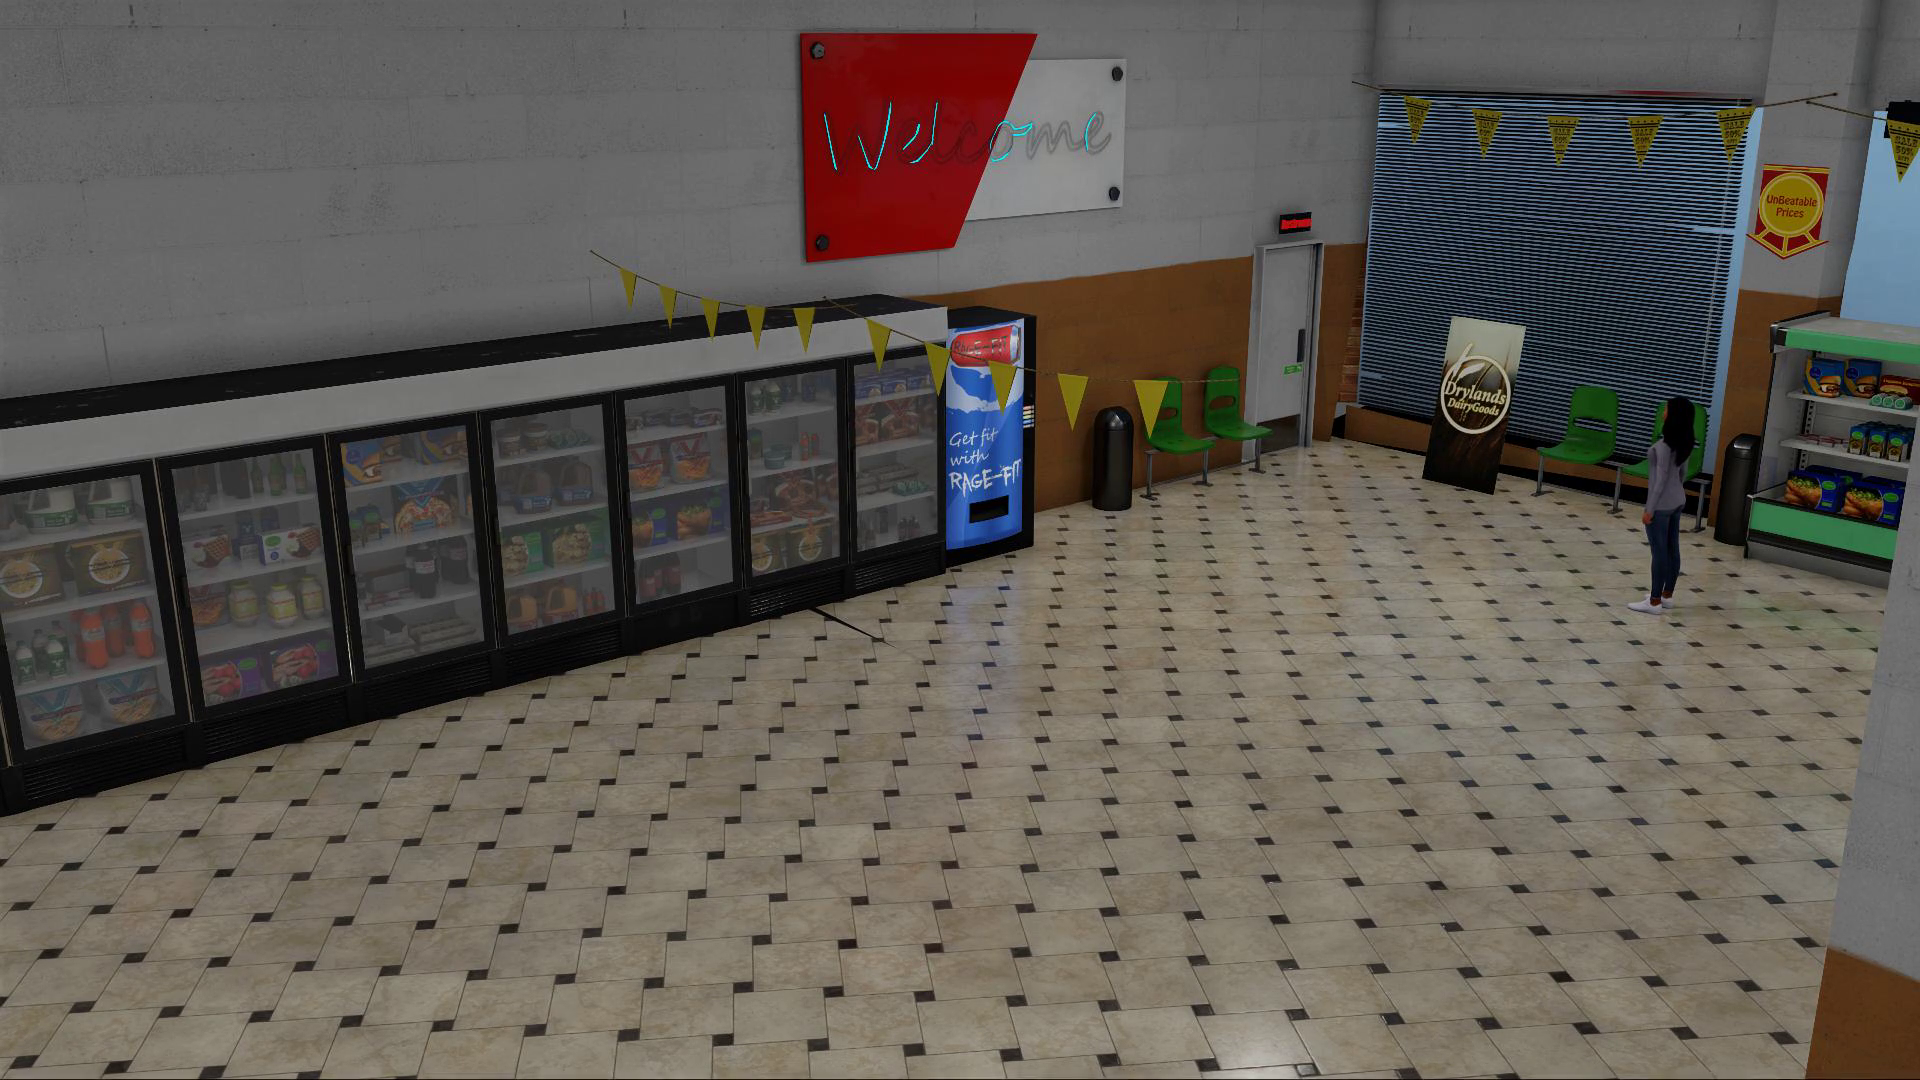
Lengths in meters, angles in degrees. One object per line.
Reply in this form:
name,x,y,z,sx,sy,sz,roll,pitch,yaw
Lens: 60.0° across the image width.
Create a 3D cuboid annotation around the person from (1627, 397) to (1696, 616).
person,5.587,-0.275,13.131,0.596,1.735,0.507,-13,21,-38
